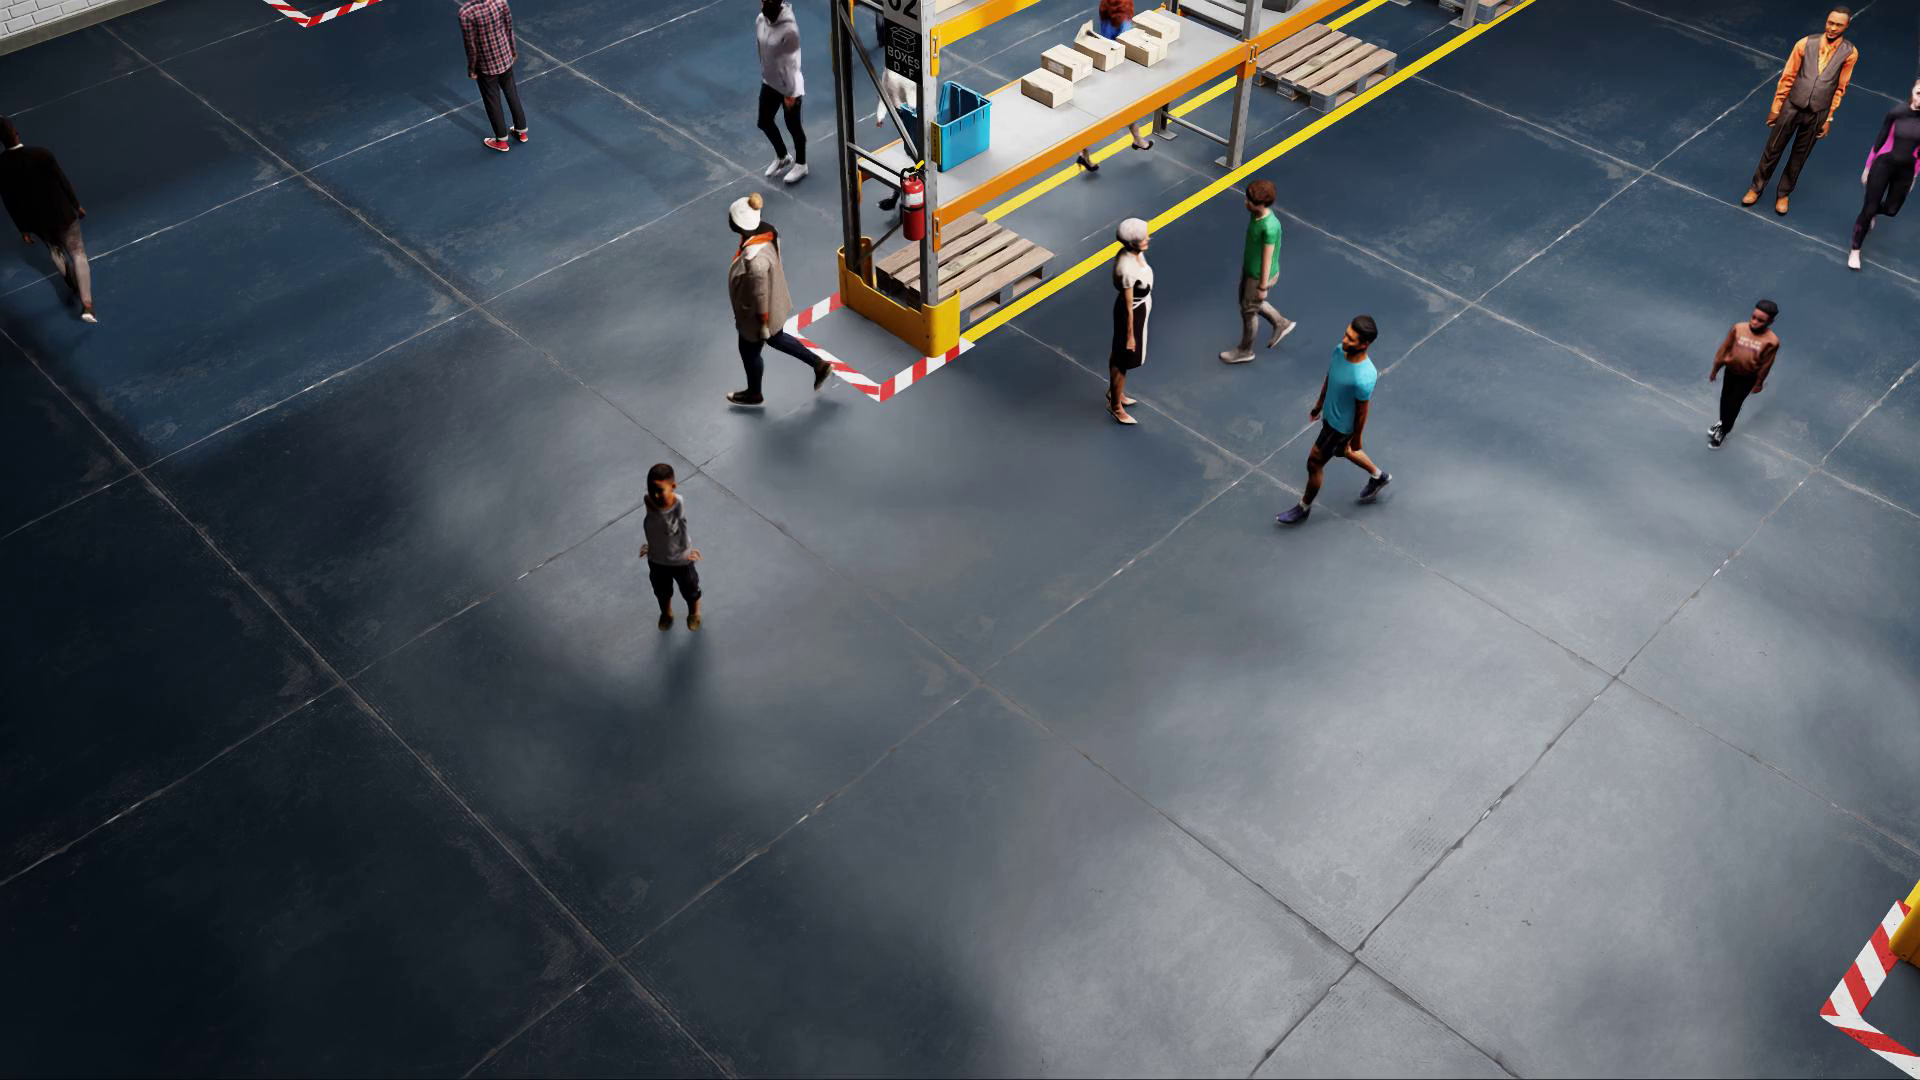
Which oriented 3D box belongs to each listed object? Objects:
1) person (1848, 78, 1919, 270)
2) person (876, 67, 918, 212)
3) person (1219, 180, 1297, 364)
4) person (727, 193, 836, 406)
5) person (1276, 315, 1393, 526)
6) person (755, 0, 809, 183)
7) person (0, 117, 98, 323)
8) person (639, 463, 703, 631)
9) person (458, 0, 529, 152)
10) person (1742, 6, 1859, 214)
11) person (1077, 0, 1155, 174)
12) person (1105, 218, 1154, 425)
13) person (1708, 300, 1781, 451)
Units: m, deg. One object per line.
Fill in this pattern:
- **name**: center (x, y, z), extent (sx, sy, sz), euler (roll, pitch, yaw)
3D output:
- **person**: center (7.890, -3.162, 14.083), extent (0.799, 1.729, 0.960), euler (13, 45, 13)
- **person**: center (-0.406, -3.811, 14.833), extent (0.736, 1.634, 1.180), euler (27, 50, 25)
- **person**: center (2.427, -2.103, 13.040), extent (0.989, 1.634, 0.892), euler (-8, 44, -9)
- **person**: center (-1.393, -1.790, 12.540), extent (1.157, 1.872, 1.131), euler (3, 44, 3)
- **person**: center (2.751, -0.848, 11.646), extent (1.204, 1.741, 1.038), euler (-7, 44, -7)
- **person**: center (-1.527, -4.141, 14.979), extent (0.722, 1.911, 0.678), euler (27, 50, 25)
- **person**: center (-7.324, -2.553, 13.410), extent (1.169, 1.776, 1.032), euler (-15, 46, -15)
- **person**: center (-1.911, 0.024, 10.936), extent (0.653, 1.456, 0.688), euler (5, 44, 5)
- **person**: center (-4.343, -4.467, 15.429), extent (0.754, 1.762, 0.542), euler (31, 52, 29)
- **person**: center (7.417, -3.785, 14.607), extent (0.765, 1.908, 0.720), euler (19, 47, 19)
- **person**: center (1.271, -4.153, 15.091), extent (1.139, 1.775, 0.841), euler (-19, 47, -19)
- **person**: center (1.245, -1.648, 12.475), extent (0.757, 1.756, 0.675), euler (4, 44, 4)
- **person**: center (5.902, -1.293, 12.475), extent (0.606, 1.241, 0.538), euler (-33, 52, -29)
